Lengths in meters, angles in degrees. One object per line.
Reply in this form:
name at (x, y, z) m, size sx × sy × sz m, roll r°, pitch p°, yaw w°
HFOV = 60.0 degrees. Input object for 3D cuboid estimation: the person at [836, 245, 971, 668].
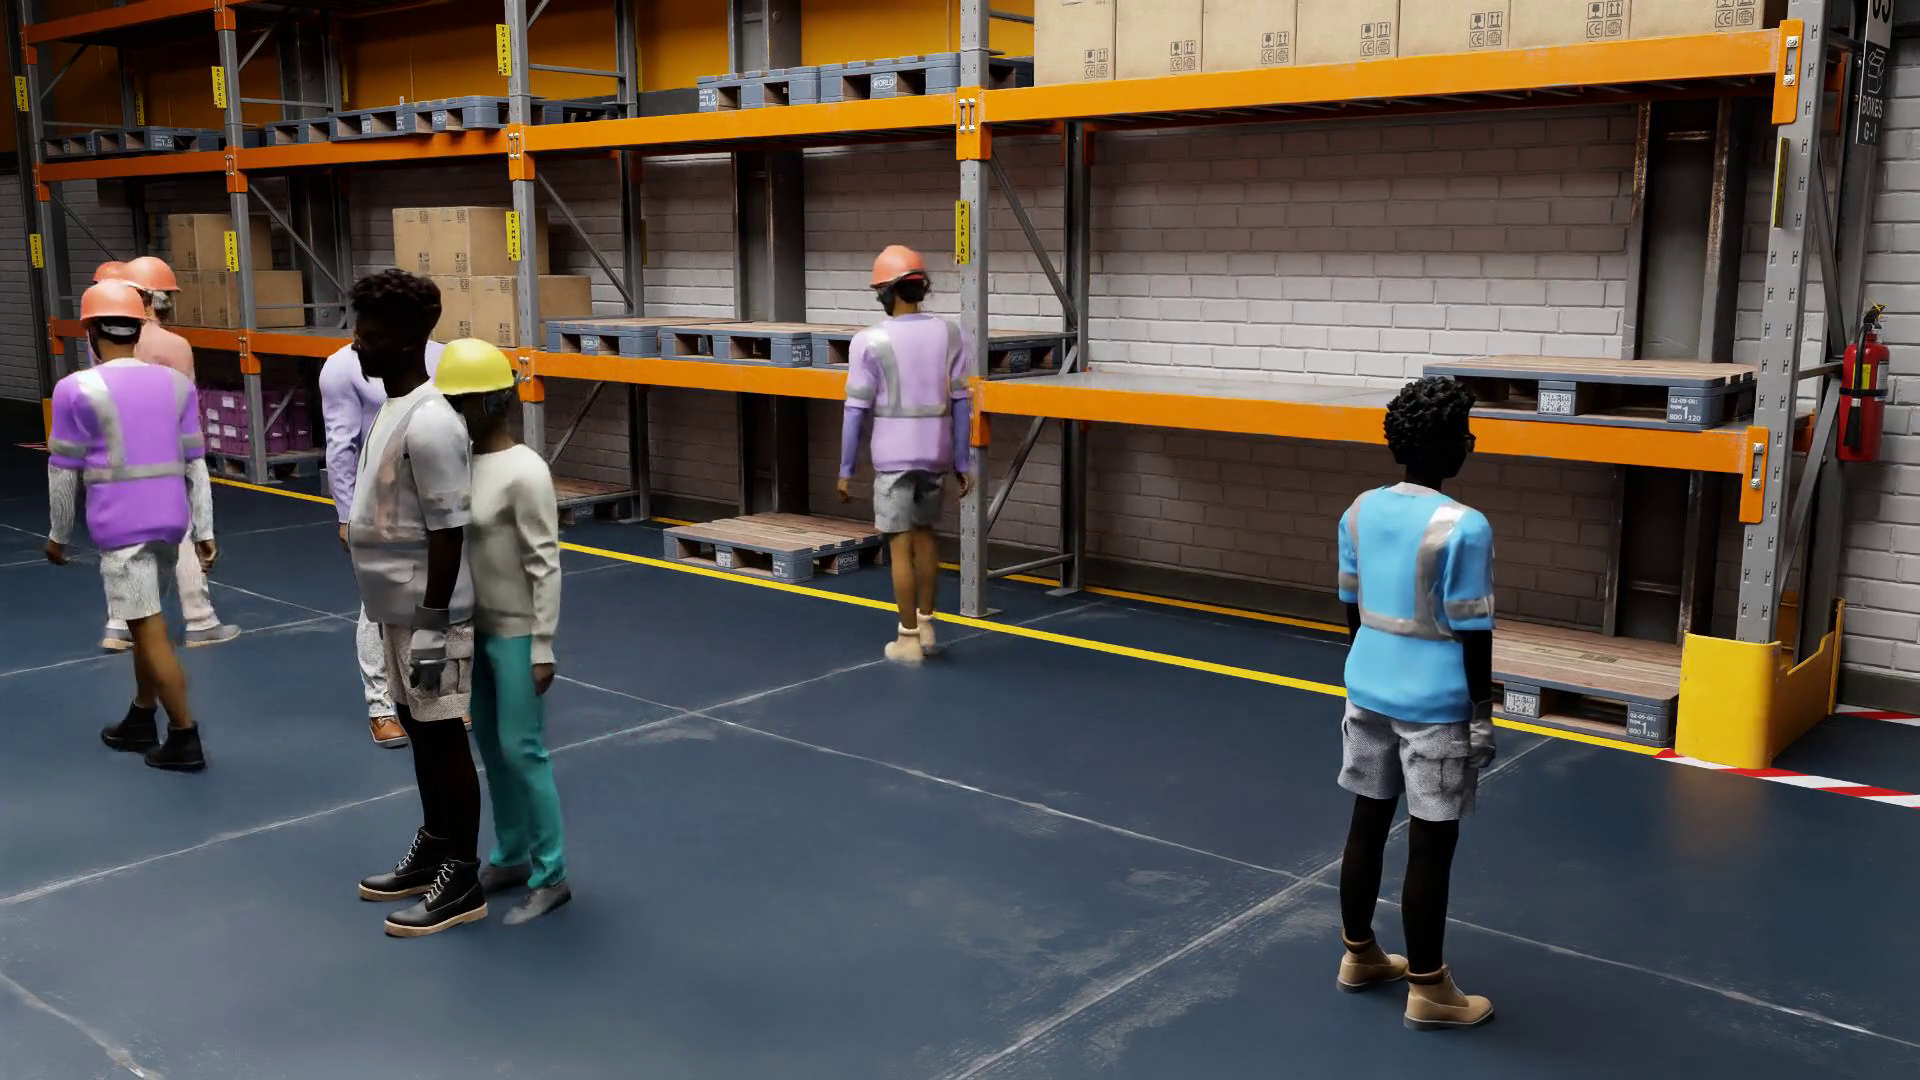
person at (-0.299, -0.403, 8.086) m, size 0.646 × 2.033 × 0.535 m, roll -5°, pitch 11°, yaw -29°

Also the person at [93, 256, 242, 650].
person at (-4.042, -0.418, 8.360) m, size 0.657 × 1.985 × 0.639 m, roll 4°, pitch 11°, yaw 20°

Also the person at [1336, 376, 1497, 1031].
person at (1.196, 0.424, 4.348) m, size 0.318 × 1.696 × 0.536 m, roll -5°, pitch 11°, yaw -27°

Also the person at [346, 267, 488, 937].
person at (-1.625, 0.181, 4.959) m, size 0.367 × 1.967 × 0.606 m, roll -6°, pitch 12°, yaw -30°

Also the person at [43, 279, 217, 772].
person at (-3.268, -0.051, 6.464) m, size 0.801 × 1.895 × 0.533 m, roll 5°, pitch 11°, yaw 26°

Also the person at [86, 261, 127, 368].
person at (-5.920, -0.989, 11.729) m, size 0.366 × 1.930 × 0.542 m, roll -6°, pitch 12°, yaw -31°

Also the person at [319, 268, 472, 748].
person at (-2.272, -0.135, 6.838) m, size 0.372 × 1.940 × 0.629 m, roll 10°, pitch 14°, yaw 44°

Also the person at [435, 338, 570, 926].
person at (-1.405, 0.274, 5.028) m, size 0.531 × 1.769 × 0.330 m, roll 9°, pitch 14°, yaw 43°
